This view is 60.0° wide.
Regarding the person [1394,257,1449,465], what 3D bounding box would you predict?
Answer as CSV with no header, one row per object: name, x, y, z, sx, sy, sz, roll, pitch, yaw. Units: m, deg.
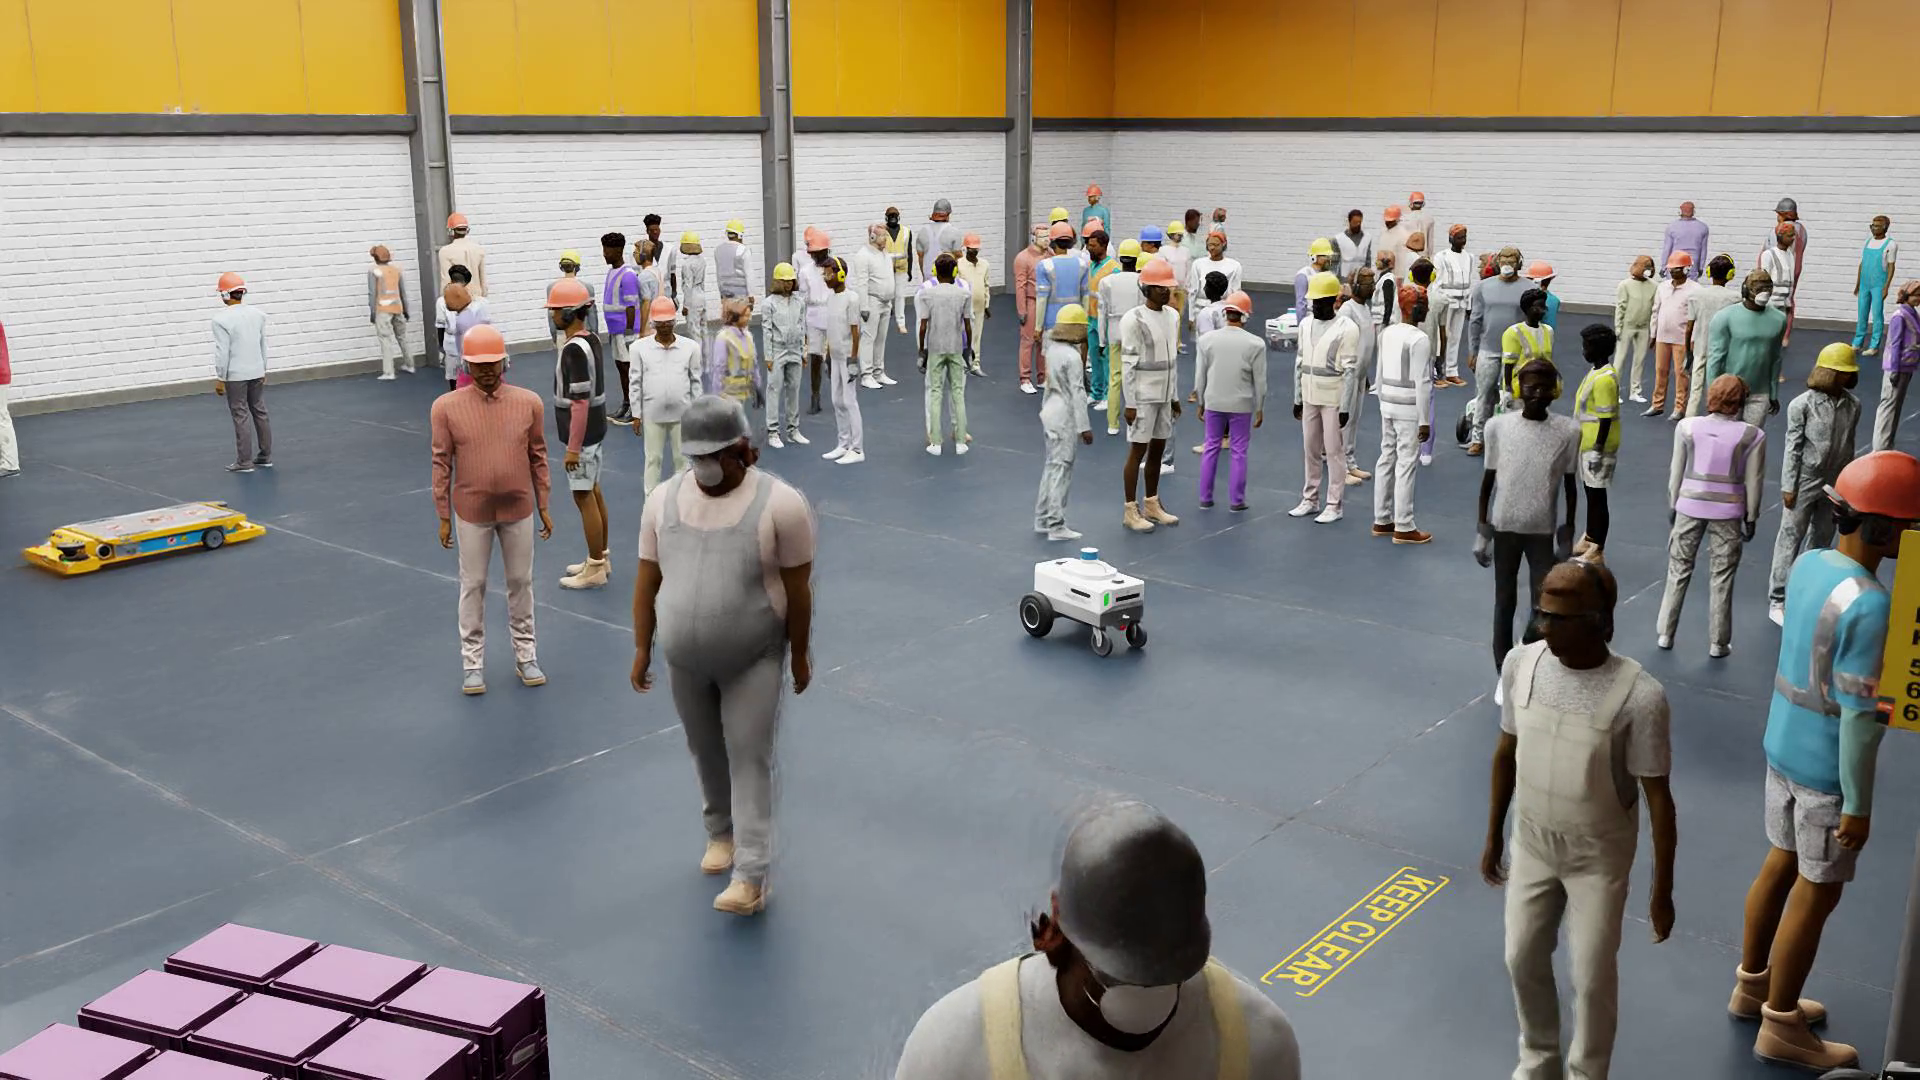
person,4.086,-1.589,14.878,0.514,1.868,0.328,-1,14,-2

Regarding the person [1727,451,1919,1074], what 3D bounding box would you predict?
person,2.815,0.712,5.352,0.407,2.035,0.609,2,14,7

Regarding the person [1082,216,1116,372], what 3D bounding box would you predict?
person,1.646,-3.039,20.592,0.409,1.907,0.650,-6,15,-23

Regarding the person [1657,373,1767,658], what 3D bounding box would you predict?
person,4.323,-0.137,9.567,0.514,1.631,0.320,10,17,36

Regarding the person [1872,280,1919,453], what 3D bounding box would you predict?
person,8.562,-1.541,15.150,0.307,1.636,0.525,12,19,40

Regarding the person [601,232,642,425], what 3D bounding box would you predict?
person,-3.454,-2.159,16.976,0.376,1.958,0.603,-8,16,-28

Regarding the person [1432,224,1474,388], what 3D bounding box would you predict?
person,5.738,-2.722,19.372,0.574,1.883,0.356,-7,16,-27

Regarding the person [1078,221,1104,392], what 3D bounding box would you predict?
person,1.496,-2.667,19.043,0.375,1.935,0.550,0,14,2

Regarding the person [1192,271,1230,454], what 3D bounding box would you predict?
person,2.362,-1.638,15.415,0.322,1.697,0.533,11,18,36

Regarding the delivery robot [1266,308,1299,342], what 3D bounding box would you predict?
delivery robot,4.490,-2.898,22.578,0.707,0.478,0.477,-10,17,-34

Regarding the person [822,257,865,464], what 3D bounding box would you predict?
person,-1.074,-1.623,15.046,0.337,1.856,0.524,-9,17,-33

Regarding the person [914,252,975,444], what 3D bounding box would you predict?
person,-0.129,-1.834,15.940,0.632,1.833,0.430,-8,16,-30

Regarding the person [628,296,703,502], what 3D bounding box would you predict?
person,-2.229,-0.976,12.655,0.563,1.752,0.326,-4,15,-17

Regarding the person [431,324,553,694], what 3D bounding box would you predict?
person,-2.494,-0.164,8.920,0.621,1.992,0.397,-7,16,-25

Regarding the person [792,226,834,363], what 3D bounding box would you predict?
person,-1.874,-3.130,21.262,0.573,1.750,0.332,-2,14,-7

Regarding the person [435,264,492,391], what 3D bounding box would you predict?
person,-4.815,-1.827,16.171,0.535,1.697,0.318,-1,14,-6

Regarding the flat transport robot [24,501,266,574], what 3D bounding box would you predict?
flat transport robot,-5.824,-0.041,11.925,0.652,0.197,1.431,11,18,37

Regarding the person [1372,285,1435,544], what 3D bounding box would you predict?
person,3.253,-0.915,12.153,0.356,1.883,0.573,-5,15,-19

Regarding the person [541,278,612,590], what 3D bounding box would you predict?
person,-2.516,-0.690,10.927,0.378,2.041,0.616,-1,14,-2

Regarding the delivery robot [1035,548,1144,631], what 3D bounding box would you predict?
delivery robot,0.763,0.290,9.838,0.477,0.478,0.707,-10,17,-35

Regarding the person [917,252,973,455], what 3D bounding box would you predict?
person,-0.140,-1.717,15.382,0.518,1.870,0.323,-1,14,-6

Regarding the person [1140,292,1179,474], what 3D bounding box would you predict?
person,1.753,-1.393,14.568,0.279,1.633,0.501,-3,14,-10

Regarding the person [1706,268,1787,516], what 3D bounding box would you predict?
person,6.076,-1.134,12.910,0.627,1.941,0.372,-2,14,-9

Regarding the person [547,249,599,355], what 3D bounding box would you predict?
person,-3.979,-2.110,17.177,0.523,1.761,0.326,1,14,4

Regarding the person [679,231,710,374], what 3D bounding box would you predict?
person,-3.271,-2.898,20.357,0.295,1.744,0.484,4,15,15

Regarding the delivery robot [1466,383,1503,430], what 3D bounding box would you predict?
delivery robot,5.157,-1.278,16.103,0.477,0.478,0.707,9,16,31

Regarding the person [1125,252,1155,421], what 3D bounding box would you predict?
person,1.875,-2.027,16.849,0.319,1.761,0.523,-3,14,-10

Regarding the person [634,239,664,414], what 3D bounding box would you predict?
person,-3.265,-2.226,17.465,0.345,1.846,0.508,2,14,8

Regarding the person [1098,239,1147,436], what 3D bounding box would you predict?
person,1.636,-1.971,16.278,0.586,1.928,0.369,4,15,17

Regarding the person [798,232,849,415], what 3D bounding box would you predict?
person,-1.426,-2.285,17.630,0.584,1.925,0.733,2,14,7

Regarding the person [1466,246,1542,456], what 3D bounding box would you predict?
person,4.967,-1.716,15.238,0.632,1.940,0.372,6,15,22

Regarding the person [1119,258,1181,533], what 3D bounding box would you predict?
person,1.458,-1.084,12.502,0.373,2.043,0.615,13,19,43

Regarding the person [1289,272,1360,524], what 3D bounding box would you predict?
person,2.783,-1.092,12.786,0.396,1.920,0.587,-9,17,-33

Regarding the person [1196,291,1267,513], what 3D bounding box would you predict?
person,2.143,-1.087,13.130,0.576,1.738,0.354,7,16,26

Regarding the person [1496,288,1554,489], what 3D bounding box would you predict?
person,4.709,-1.241,13.832,0.532,1.696,0.319,-8,16,-28

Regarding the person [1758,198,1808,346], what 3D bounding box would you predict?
person,11.203,-3.656,22.785,0.678,2.000,0.536,-9,17,-32

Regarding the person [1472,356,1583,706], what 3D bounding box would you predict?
person,2.959,-0.049,8.734,0.501,1.862,0.438,5,15,18

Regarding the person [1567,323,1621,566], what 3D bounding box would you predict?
person,4.375,-0.646,11.462,0.322,1.691,0.534,4,14,14

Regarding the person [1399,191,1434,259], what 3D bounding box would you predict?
person,7.092,-4.441,26.014,0.623,1.992,0.391,-4,14,-14

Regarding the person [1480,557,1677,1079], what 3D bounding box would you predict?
person,1.799,0.935,4.865,0.373,1.834,0.570,-12,18,-39
